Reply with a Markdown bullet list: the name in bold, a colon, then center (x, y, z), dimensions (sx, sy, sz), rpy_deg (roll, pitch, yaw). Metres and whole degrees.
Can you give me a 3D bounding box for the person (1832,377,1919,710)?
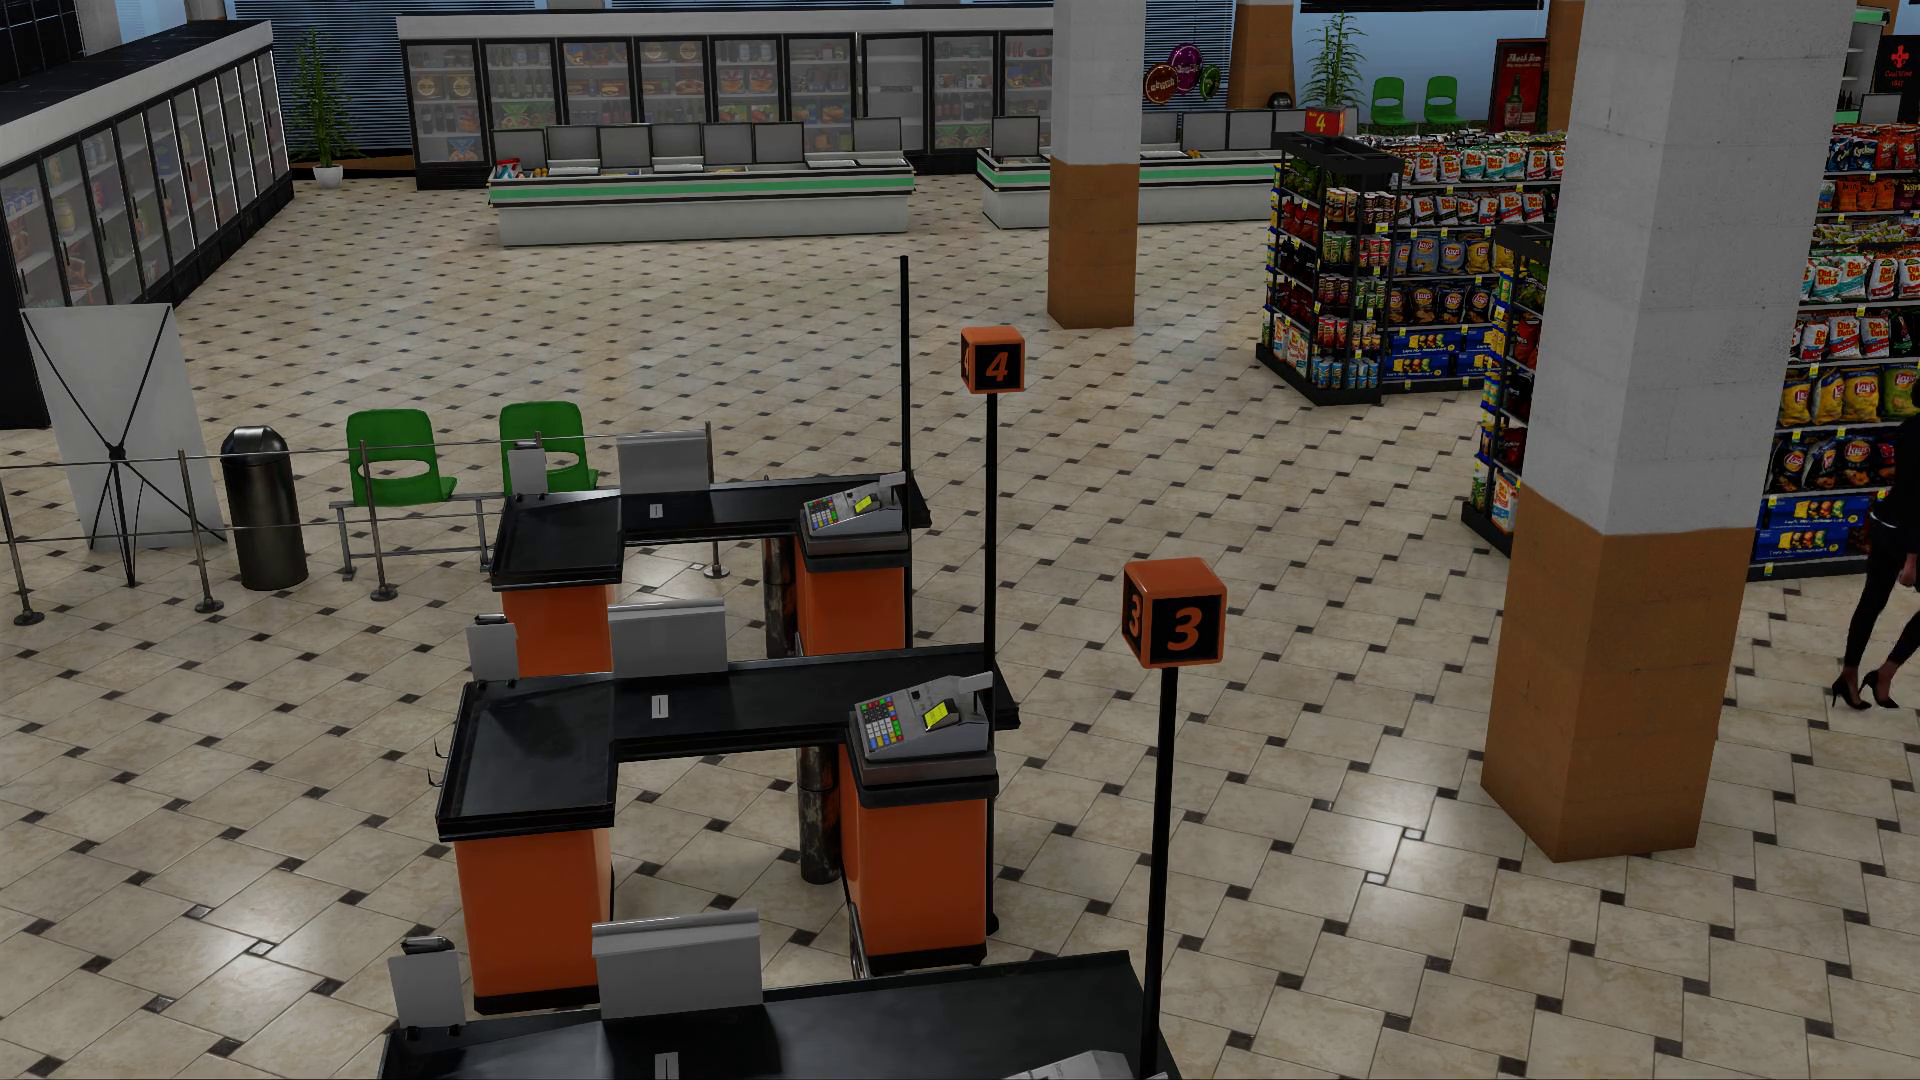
- **person**: center (4.651, 0.038, 8.393), dimensions (0.731, 1.825, 0.732), rpy_deg (2, 22, 5)
